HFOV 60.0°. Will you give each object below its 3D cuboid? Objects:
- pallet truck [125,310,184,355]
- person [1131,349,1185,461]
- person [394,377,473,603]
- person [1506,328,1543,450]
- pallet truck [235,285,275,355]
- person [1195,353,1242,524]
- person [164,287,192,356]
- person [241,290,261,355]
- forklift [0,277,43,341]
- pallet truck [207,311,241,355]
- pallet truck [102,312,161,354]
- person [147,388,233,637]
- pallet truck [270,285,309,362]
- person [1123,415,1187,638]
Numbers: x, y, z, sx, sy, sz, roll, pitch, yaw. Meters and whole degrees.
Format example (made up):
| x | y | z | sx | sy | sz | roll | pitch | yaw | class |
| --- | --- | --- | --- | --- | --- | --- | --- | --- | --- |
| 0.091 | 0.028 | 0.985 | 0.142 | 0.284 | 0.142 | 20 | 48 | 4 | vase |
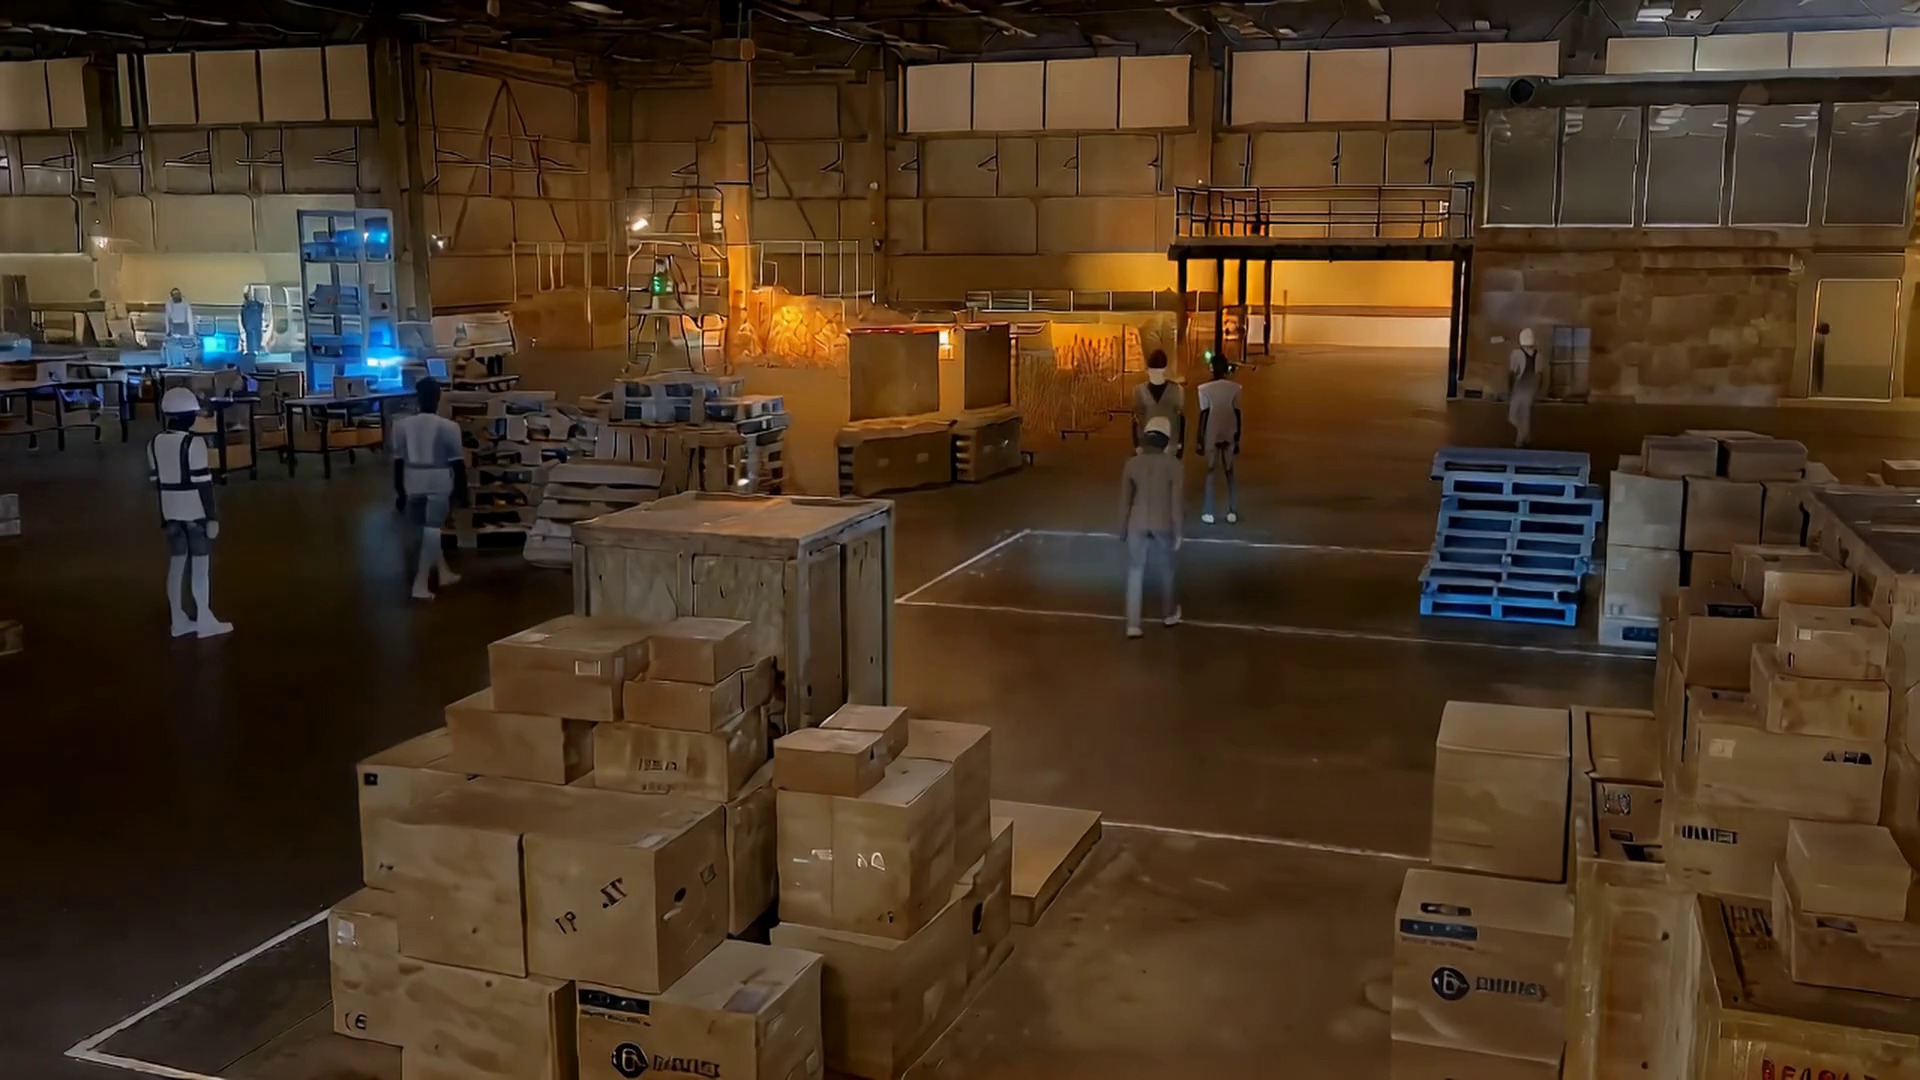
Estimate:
| x | y | z | sx | sy | sz | roll | pitch | yaw | class |
| --- | --- | --- | --- | --- | --- | --- | --- | --- | --- |
| -22.038 | -5.665 | 45.457 | 0.704 | 1.261 | 1.522 | 3 | 11 | 17 | pallet truck |
| 2.138 | -1.097 | 17.927 | 0.593 | 1.928 | 0.459 | 1 | 10 | 6 | person |
| -4.553 | -0.443 | 14.324 | 0.615 | 1.911 | 1.020 | 2 | 10 | 12 | person |
| 8.239 | -2.170 | 24.244 | 0.538 | 1.834 | 0.535 | -2 | 10 | -12 | person |
| -18.327 | -5.835 | 44.421 | 0.823 | 1.965 | 1.885 | 4 | 11 | 23 | pallet truck |
| 2.822 | -1.106 | 18.163 | 0.512 | 1.868 | 0.329 | -1 | 10 | -4 | person |
| -18.481 | -4.944 | 39.320 | 0.396 | 2.036 | 0.600 | 9 | 14 | 42 | person |
| -17.935 | -5.367 | 42.044 | 0.408 | 1.906 | 0.653 | 1 | 10 | 5 | person |
| -27.151 | -6.329 | 46.328 | 1.157 | 1.987 | 2.680 | 3 | 11 | 17 | forklift |
| -19.537 | -5.575 | 44.913 | 0.653 | 1.274 | 1.630 | 3 | 11 | 19 | pallet truck |
| -23.057 | -5.777 | 46.261 | 0.680 | 1.201 | 1.601 | 3 | 11 | 19 | pallet truck |
| -5.988 | -0.209 | 12.908 | 0.545 | 1.938 | 0.355 | 3 | 11 | 19 | person |
| -17.147 | -5.700 | 43.663 | 0.823 | 1.965 | 1.885 | 3 | 11 | 17 | pallet truck |
| 1.507 | -0.111 | 12.961 | 0.536 | 1.715 | 0.907 | 4 | 11 | 23 | person |
